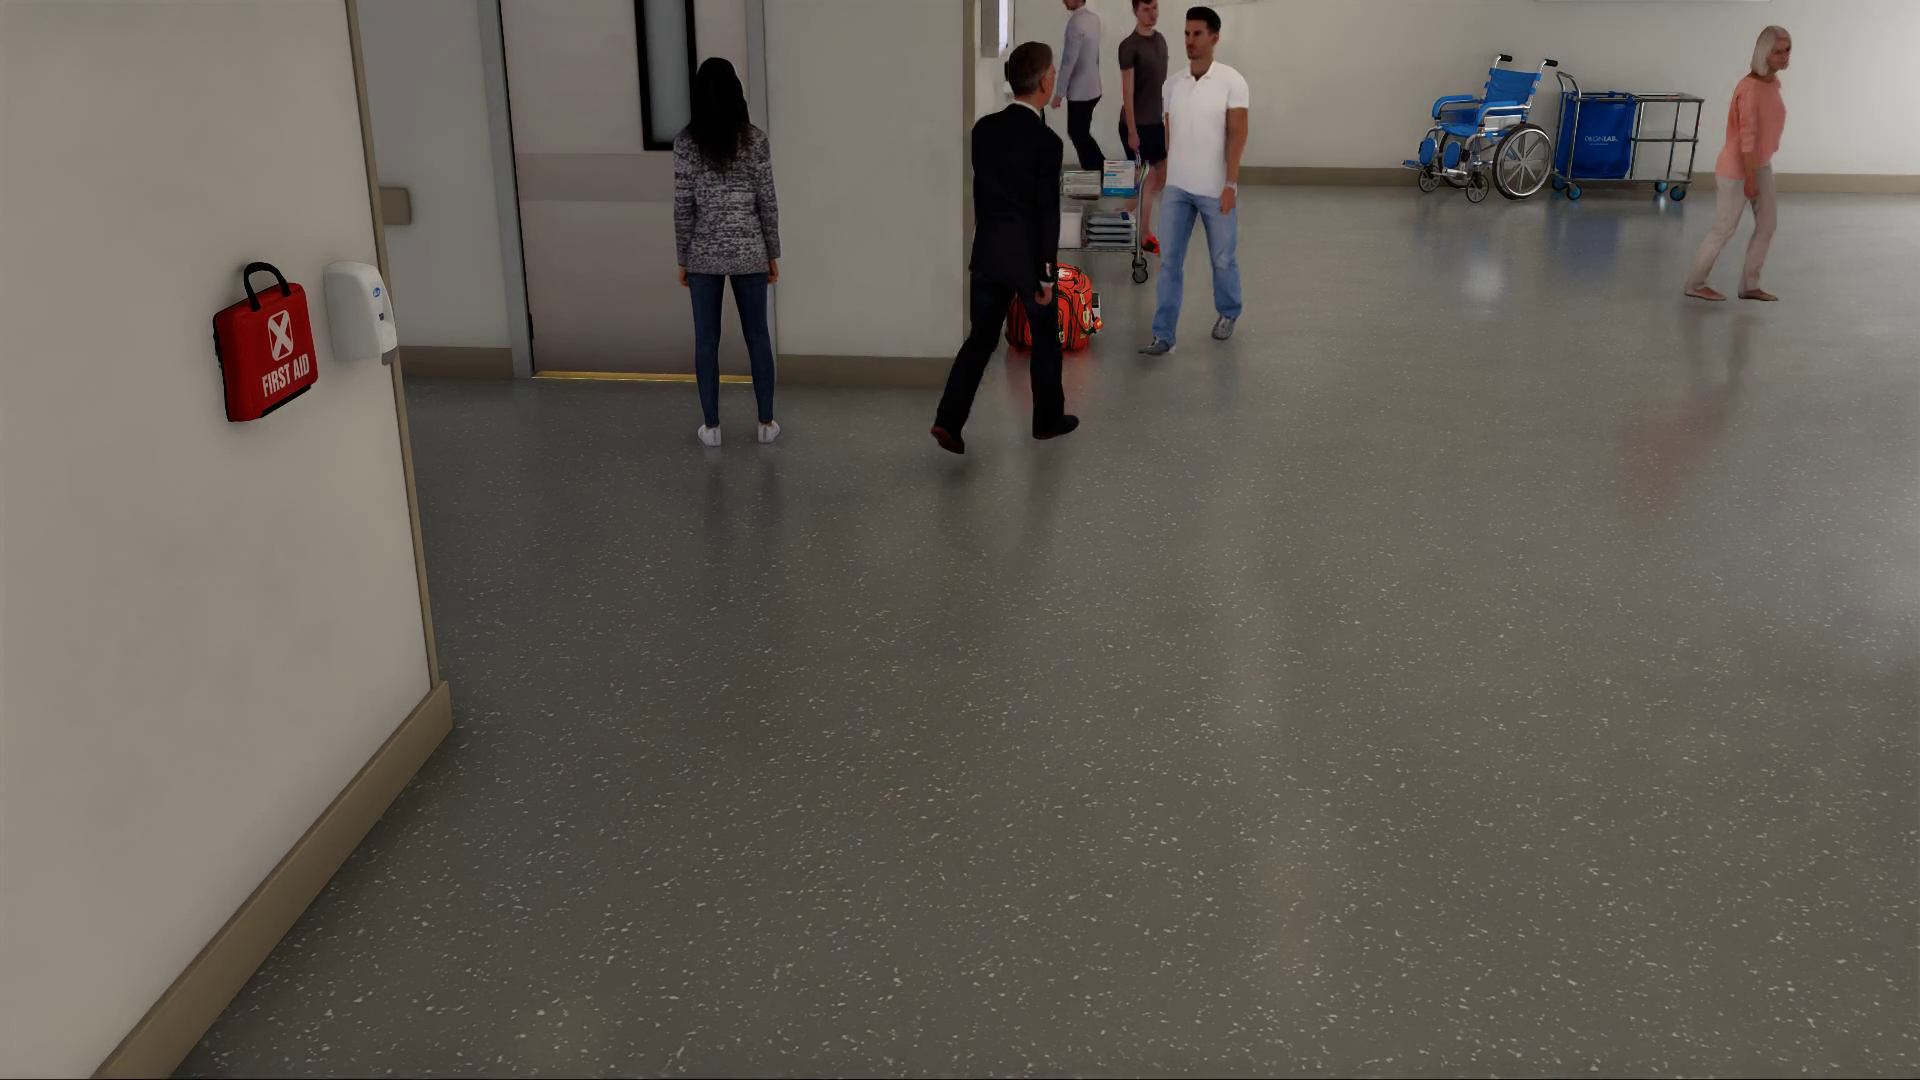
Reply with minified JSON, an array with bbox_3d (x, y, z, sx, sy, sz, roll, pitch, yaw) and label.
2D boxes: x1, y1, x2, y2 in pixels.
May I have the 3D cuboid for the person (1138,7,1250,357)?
[{"bbox_3d":[1.360,-1.925,9.086,1.036,1.817,1.286,13,24,30],"label":"person"}]

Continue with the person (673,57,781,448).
[{"bbox_3d":[-1.063,-1.290,7.531,0.672,1.731,0.613,-4,21,-10],"label":"person"}]

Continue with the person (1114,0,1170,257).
[{"bbox_3d":[1.220,-2.910,11.673,0.939,1.829,0.880,13,24,31],"label":"person"}]

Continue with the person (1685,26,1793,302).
[{"bbox_3d":[4.755,-2.268,10.194,0.930,1.674,0.875,16,26,37],"label":"person"}]

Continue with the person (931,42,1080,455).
[{"bbox_3d":[0.177,-1.235,7.312,1.098,1.784,1.254,14,25,33],"label":"person"}]

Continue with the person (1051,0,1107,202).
[{"bbox_3d":[1.085,-3.694,13.766,0.883,1.811,0.733,11,23,27],"label":"person"}]
